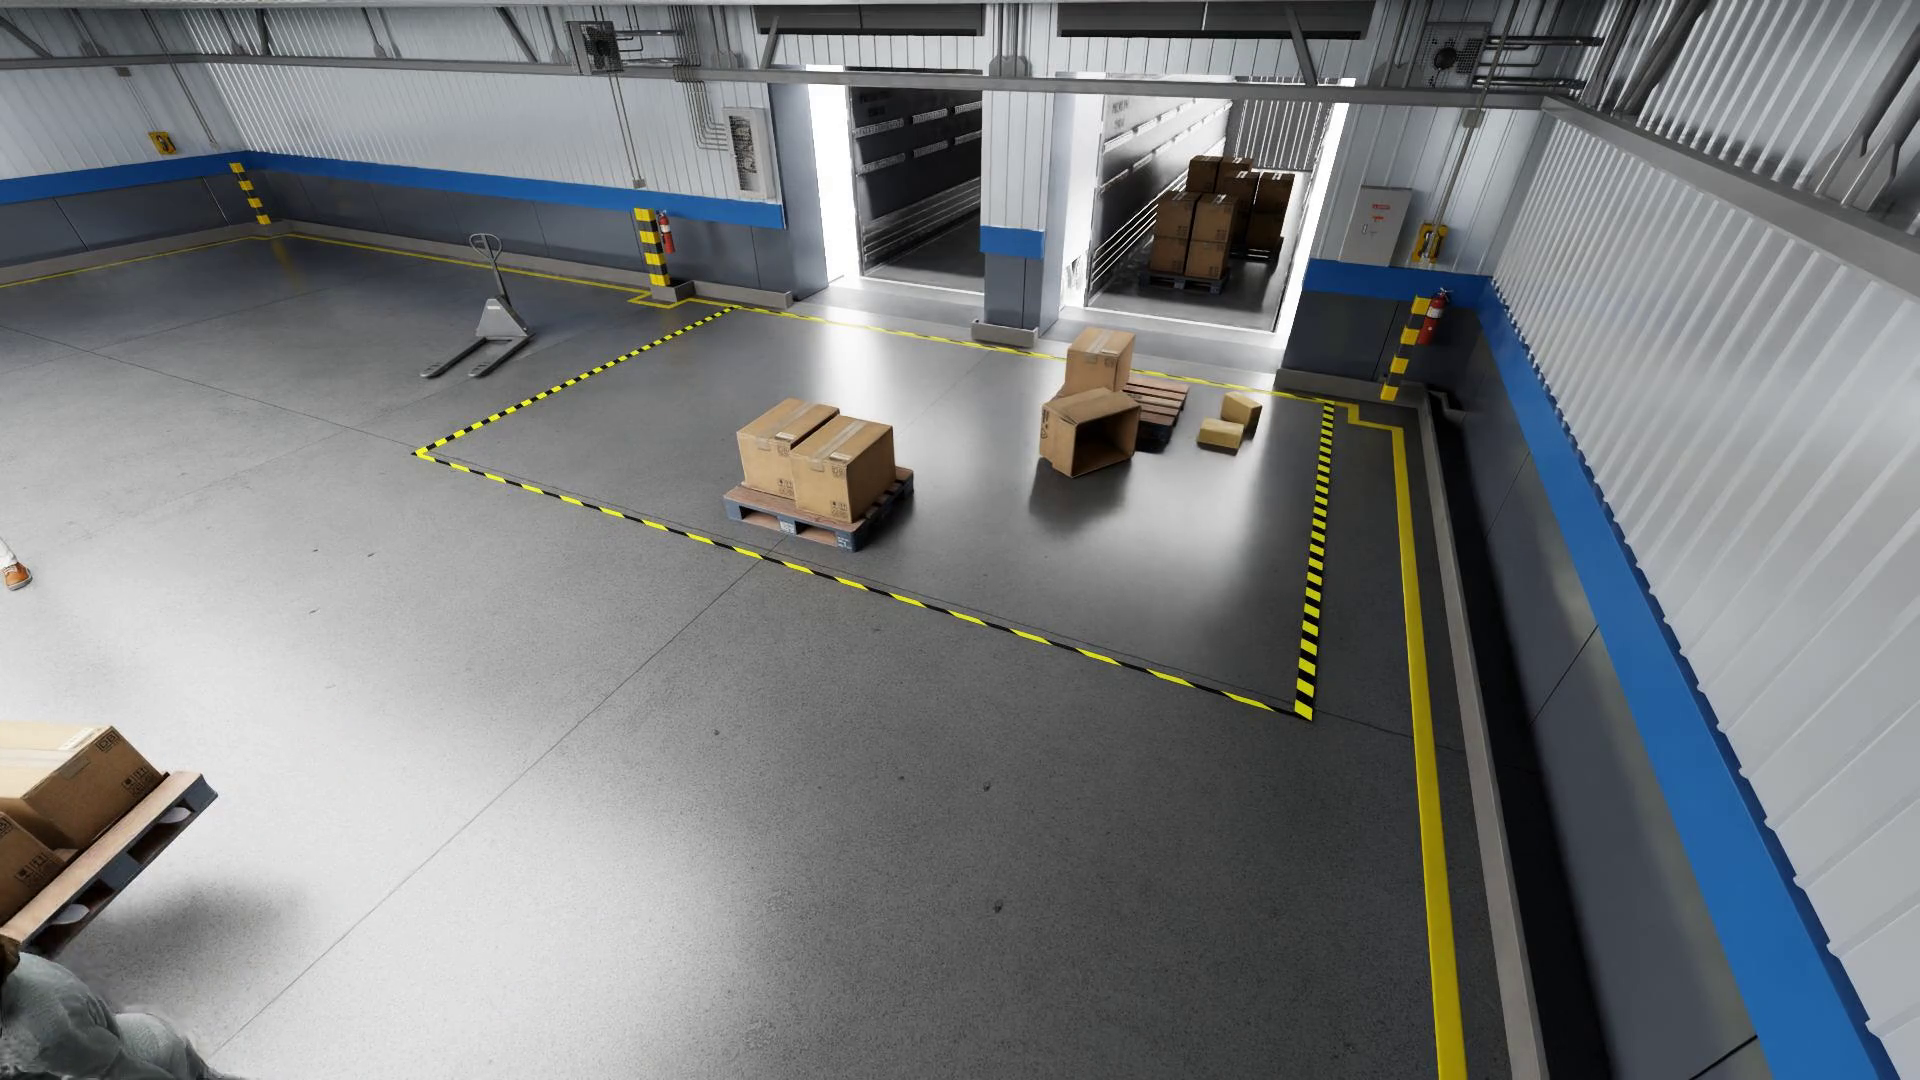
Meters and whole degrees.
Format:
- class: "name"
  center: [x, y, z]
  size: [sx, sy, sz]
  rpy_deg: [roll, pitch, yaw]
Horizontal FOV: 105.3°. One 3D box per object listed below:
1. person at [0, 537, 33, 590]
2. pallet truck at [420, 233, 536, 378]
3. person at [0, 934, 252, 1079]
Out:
- class: "person"
  center: [-6.862, -0.449, 4.640]
  size: [0.611, 1.947, 0.386]
  rpy_deg: [-25, 42, -31]
- class: "pallet truck"
  center: [-5.664, -2.712, 8.427]
  size: [0.680, 1.201, 1.601]
  rpy_deg: [0, 35, -1]
- class: "person"
  center: [-2.388, 1.559, 2.014]
  size: [0.542, 1.728, 0.460]
  rpy_deg: [16, 39, 22]
